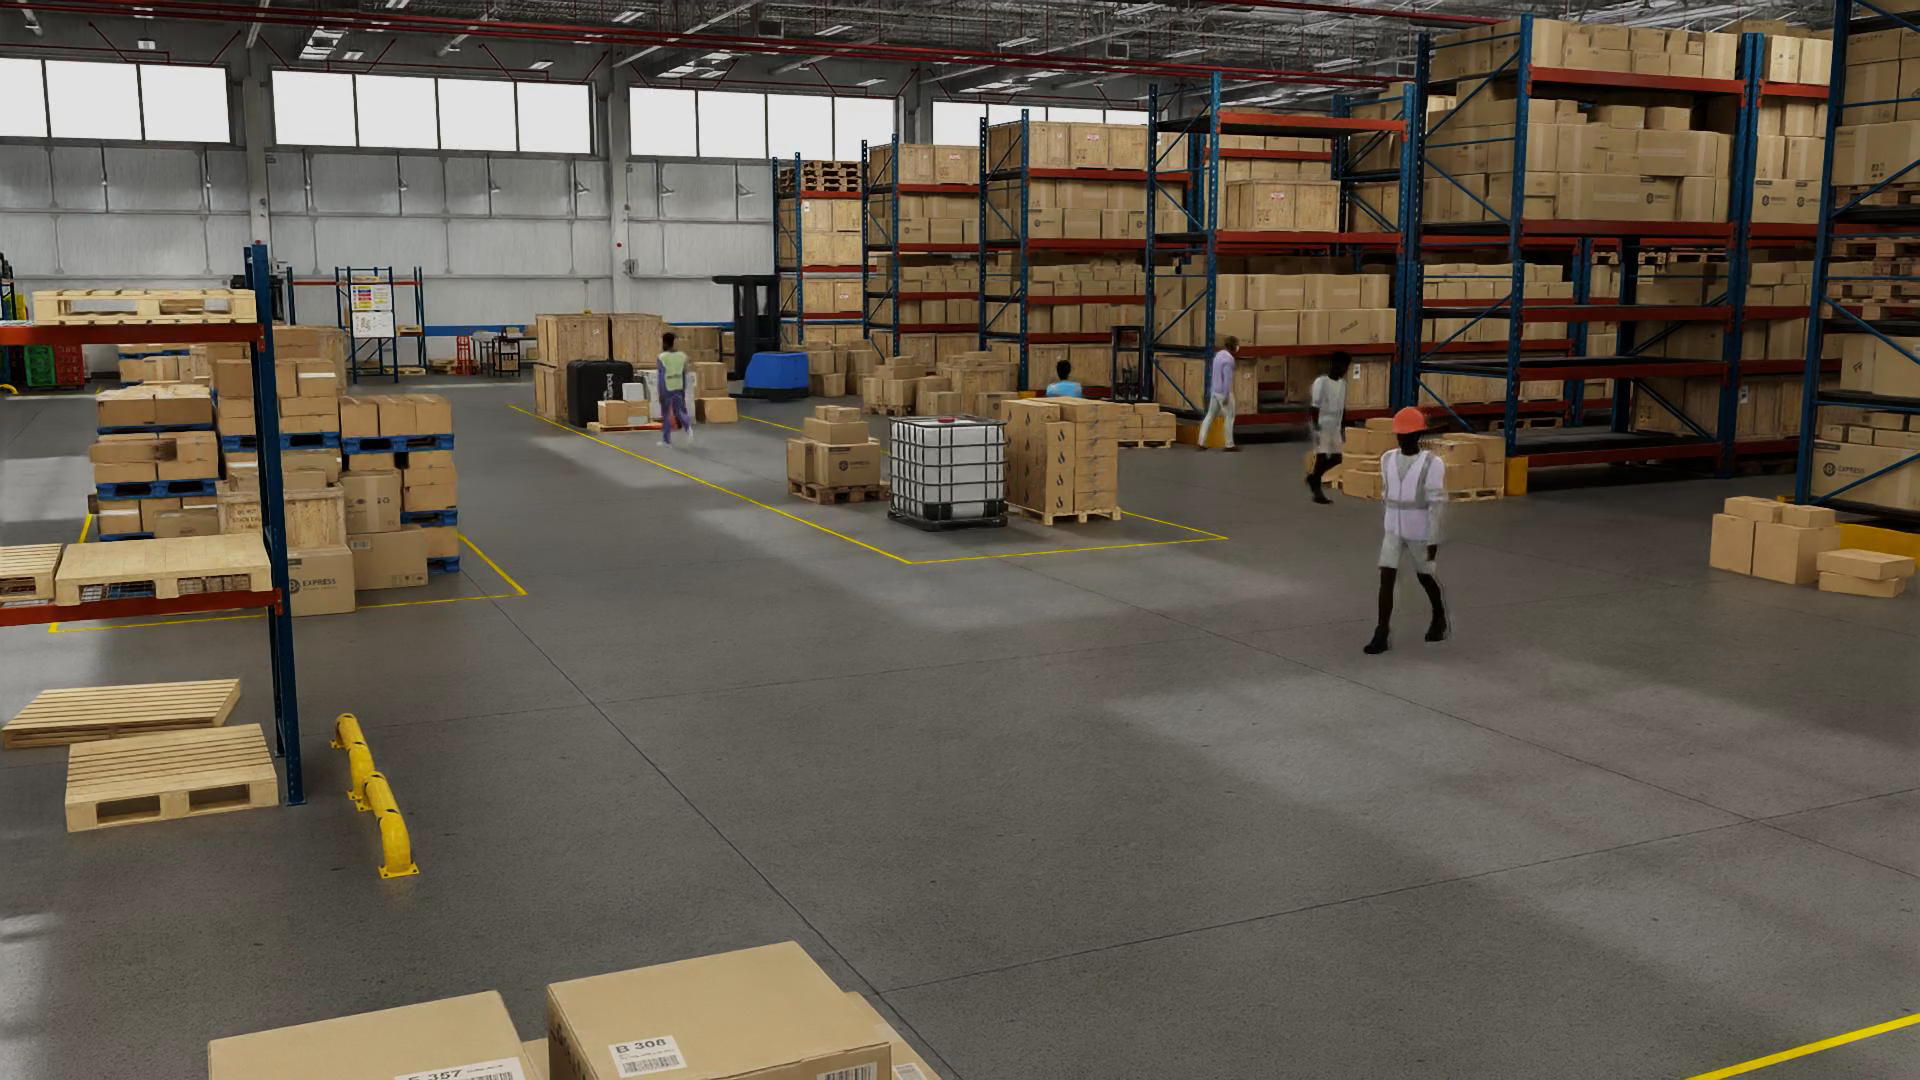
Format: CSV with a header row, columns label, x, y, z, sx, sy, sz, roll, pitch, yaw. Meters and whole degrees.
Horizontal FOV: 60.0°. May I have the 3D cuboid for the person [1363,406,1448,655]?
label,x,y,z,sx,sy,sz,roll,pitch,yaw
person,3.489,-0.096,12.785,0.553,1.891,1.000,8,12,42

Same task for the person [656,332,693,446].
label,x,y,z,sx,sy,sz,roll,pitch,yaw
person,-4.740,-2.479,27.472,0.687,1.901,0.610,8,12,40

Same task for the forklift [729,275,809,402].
label,x,y,z,sx,sy,sz,roll,pitch,yaw
forklift,-4.423,-4.560,37.377,1.873,2.768,1.129,6,11,34

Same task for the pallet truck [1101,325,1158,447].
label,x,y,z,sx,sy,sz,roll,pitch,yaw
pallet truck,2.881,-2.596,27.923,0.823,1.965,1.885,-1,9,-7

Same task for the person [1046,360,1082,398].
label,x,y,z,sx,sy,sz,roll,pitch,yaw
person,1.421,-1.636,22.907,0.551,1.683,0.394,-3,10,-16

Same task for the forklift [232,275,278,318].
label,x,y,z,sx,sy,sz,roll,pitch,yaw
forklift,-16.189,-4.721,38.375,1.129,2.768,1.873,-4,10,-25

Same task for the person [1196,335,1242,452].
label,x,y,z,sx,sy,sz,roll,pitch,yaw
person,4.143,-2.337,26.678,0.731,1.902,0.649,-2,9,-15

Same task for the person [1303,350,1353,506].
label,x,y,z,sx,sy,sz,roll,pitch,yaw
person,4.558,-1.405,20.759,0.608,1.931,0.561,-6,11,-33
